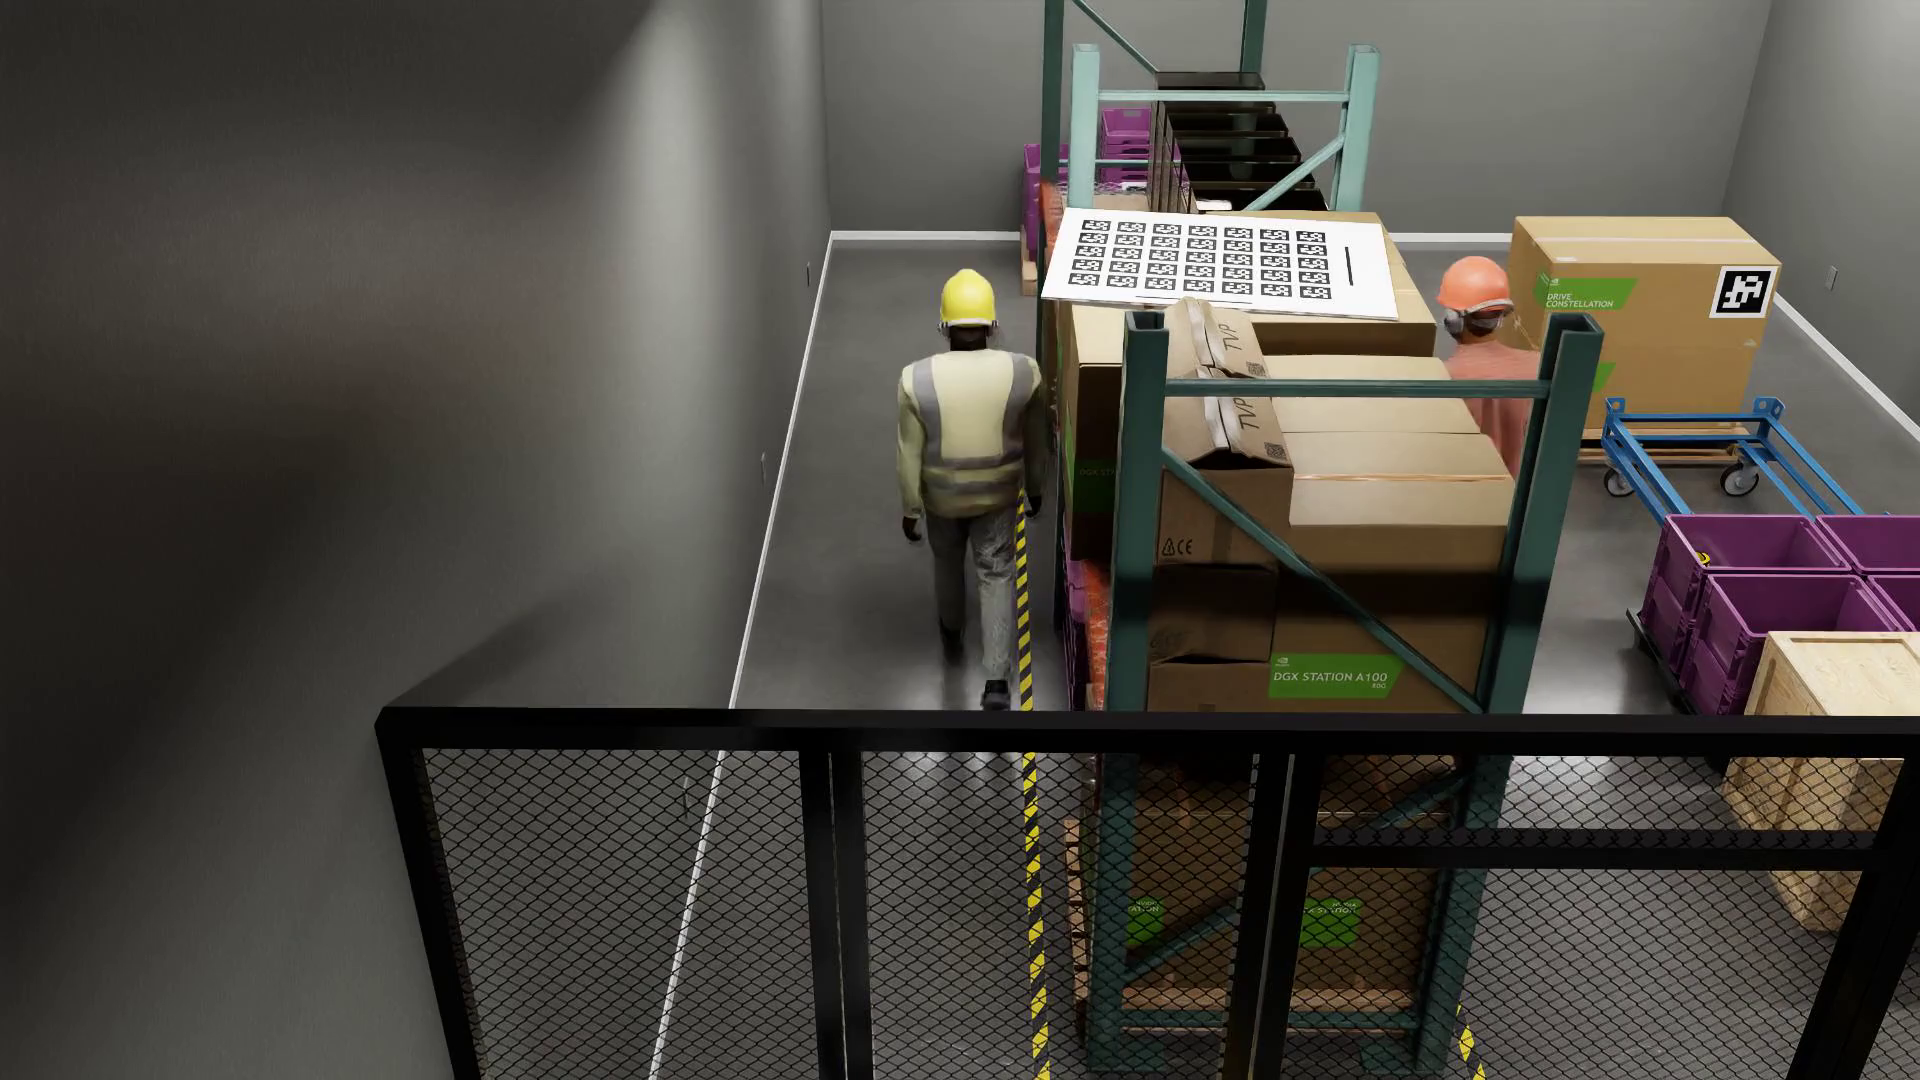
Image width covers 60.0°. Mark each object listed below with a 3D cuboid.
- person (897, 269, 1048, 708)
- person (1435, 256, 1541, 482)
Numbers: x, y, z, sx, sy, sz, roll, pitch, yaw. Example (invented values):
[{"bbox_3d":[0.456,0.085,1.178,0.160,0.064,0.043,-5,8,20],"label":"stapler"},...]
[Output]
[{"bbox_3d":[0.056,-0.191,6.672,0.607,1.804,0.881,-2,31,-3],"label":"person"},{"bbox_3d":[1.881,-0.130,6.398,0.634,1.973,0.450,-7,32,-12],"label":"person"}]
